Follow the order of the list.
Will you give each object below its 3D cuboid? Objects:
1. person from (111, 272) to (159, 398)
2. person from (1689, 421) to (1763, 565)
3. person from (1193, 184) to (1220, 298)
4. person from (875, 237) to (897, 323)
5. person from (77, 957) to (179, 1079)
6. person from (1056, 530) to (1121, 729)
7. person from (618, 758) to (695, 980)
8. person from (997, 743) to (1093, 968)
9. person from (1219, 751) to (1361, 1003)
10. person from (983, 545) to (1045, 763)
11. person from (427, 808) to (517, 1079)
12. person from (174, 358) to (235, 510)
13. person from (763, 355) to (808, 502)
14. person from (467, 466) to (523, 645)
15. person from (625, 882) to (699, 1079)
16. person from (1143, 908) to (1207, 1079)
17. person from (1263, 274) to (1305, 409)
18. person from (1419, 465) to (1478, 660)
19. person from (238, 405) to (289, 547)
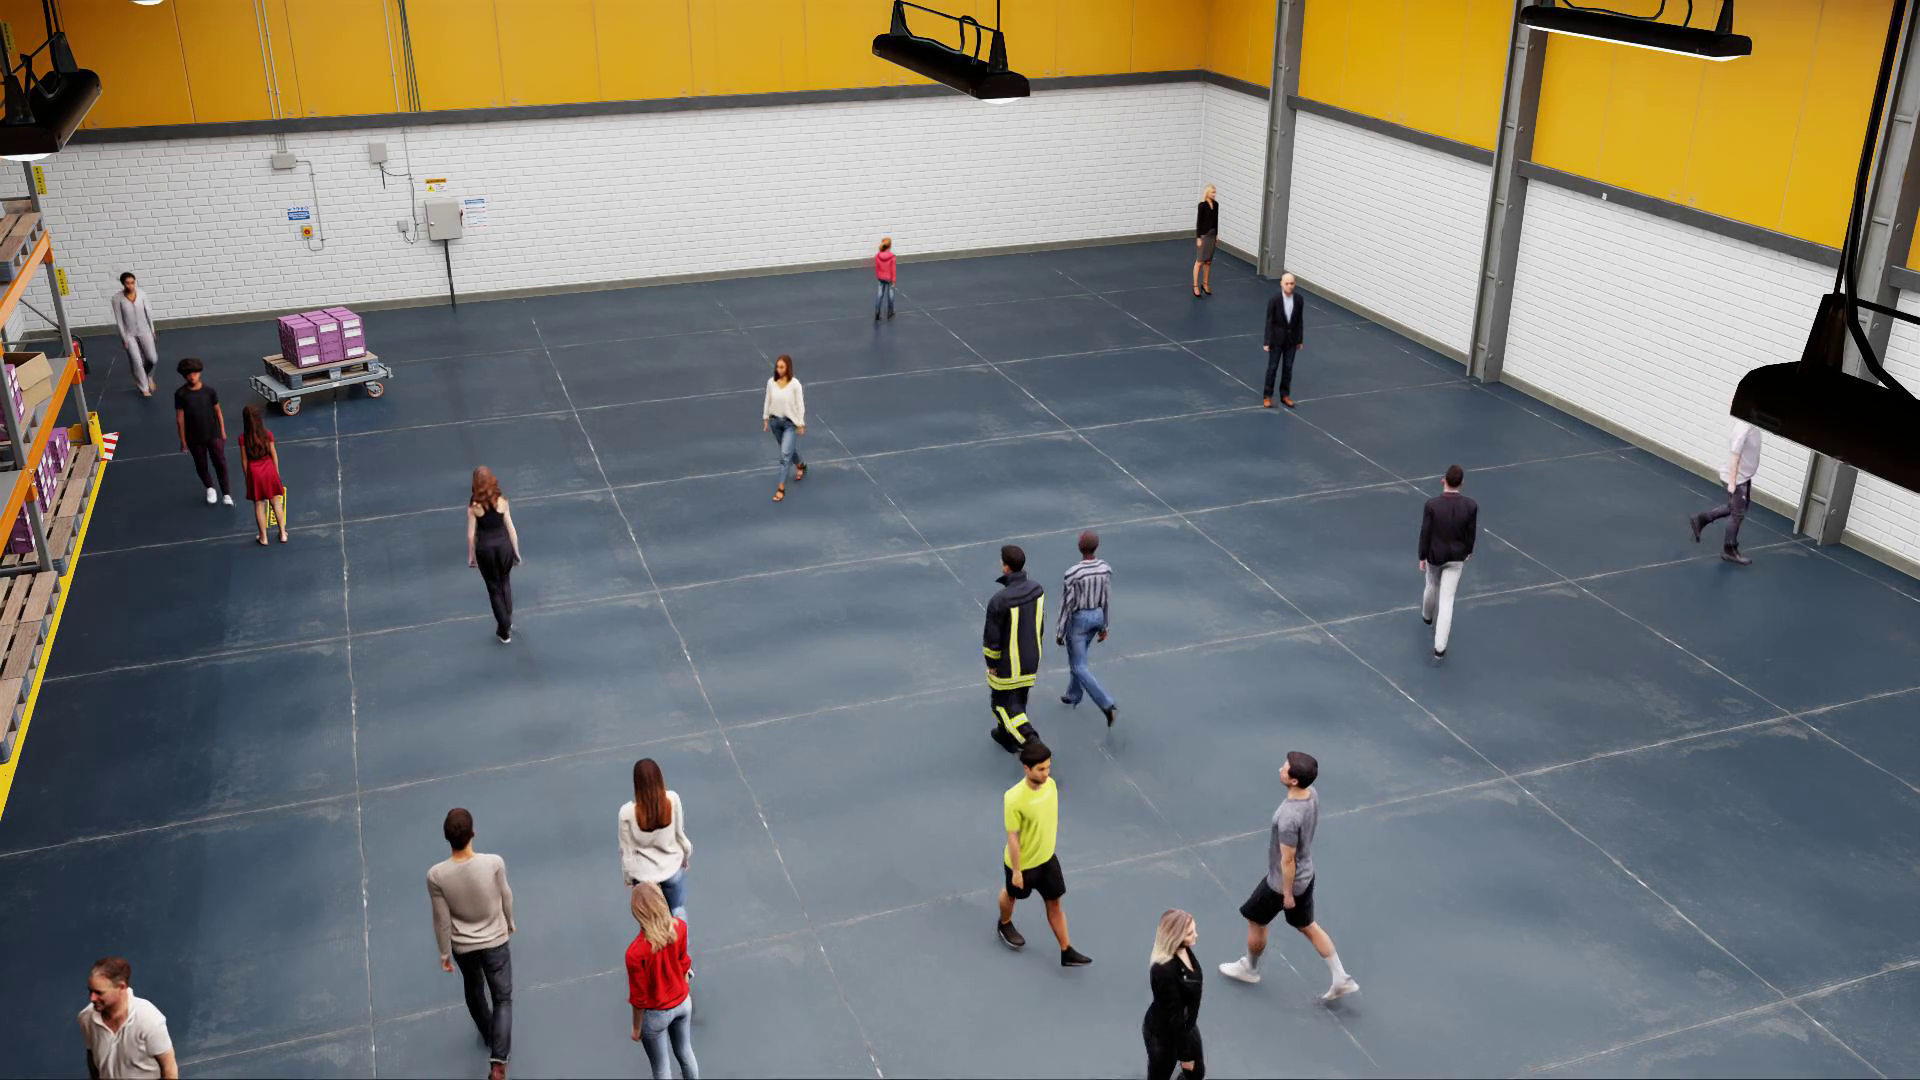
[{"bbox_3d":[-11.203,-2.803,22.509,0.765,1.711,0.826,-19,30,-37],"label":"person"},{"bbox_3d":[8.100,-0.666,17.493,1.104,1.814,0.951,20,30,38],"label":"person"},{"bbox_3d":[4.003,-4.881,27.103,0.671,1.840,0.643,-17,29,-34],"label":"person"},{"bbox_3d":[-1.186,-4.033,25.834,0.802,1.301,0.918,7,25,15],"label":"person"},{"bbox_3d":[-4.435,3.006,9.041,0.748,1.855,0.768,6,24,13],"label":"person"},{"bbox_3d":[1.114,0.799,14.207,0.820,1.761,1.142,-14,27,-30],"label":"person"},{"bbox_3d":[-1.979,2.228,11.041,0.645,1.678,0.873,-10,25,-21],"label":"person"},{"bbox_3d":[0.416,2.107,11.337,0.888,1.663,1.150,-19,30,-37],"label":"person"},{"bbox_3d":[2.252,2.222,10.846,1.263,1.845,1.084,16,28,33],"label":"person"},{"bbox_3d":[0.498,0.963,13.644,0.995,1.912,1.128,-19,30,-36],"label":"person"},{"bbox_3d":[-2.925,2.521,10.173,0.747,1.837,1.192,-4,24,-10],"label":"person"},{"bbox_3d":[-8.592,-1.230,18.863,0.692,1.749,1.054,-11,26,-23],"label":"person"},{"bbox_3d":[-1.983,-1.356,19.276,1.074,1.650,1.136,10,26,23],"label":"person"},{"bbox_3d":[-4.372,0.165,15.697,0.692,1.729,0.755,-14,27,-29],"label":"person"},{"bbox_3d":[-1.749,2.759,9.794,0.696,1.704,0.696,18,29,35],"label":"person"},{"bbox_3d":[1.121,2.842,9.649,0.802,1.669,0.738,10,25,21],"label":"person"},{"bbox_3d":[4.297,-2.663,22.079,0.739,1.798,0.643,-3,24,-7],"label":"person"},{"bbox_3d":[4.522,0.240,15.459,1.122,1.783,1.347,5,24,11],"label":"person"},{"bbox_3d":[-7.527,-0.706,17.913,0.607,1.550,0.667,-15,28,-31],"label":"person"}]
